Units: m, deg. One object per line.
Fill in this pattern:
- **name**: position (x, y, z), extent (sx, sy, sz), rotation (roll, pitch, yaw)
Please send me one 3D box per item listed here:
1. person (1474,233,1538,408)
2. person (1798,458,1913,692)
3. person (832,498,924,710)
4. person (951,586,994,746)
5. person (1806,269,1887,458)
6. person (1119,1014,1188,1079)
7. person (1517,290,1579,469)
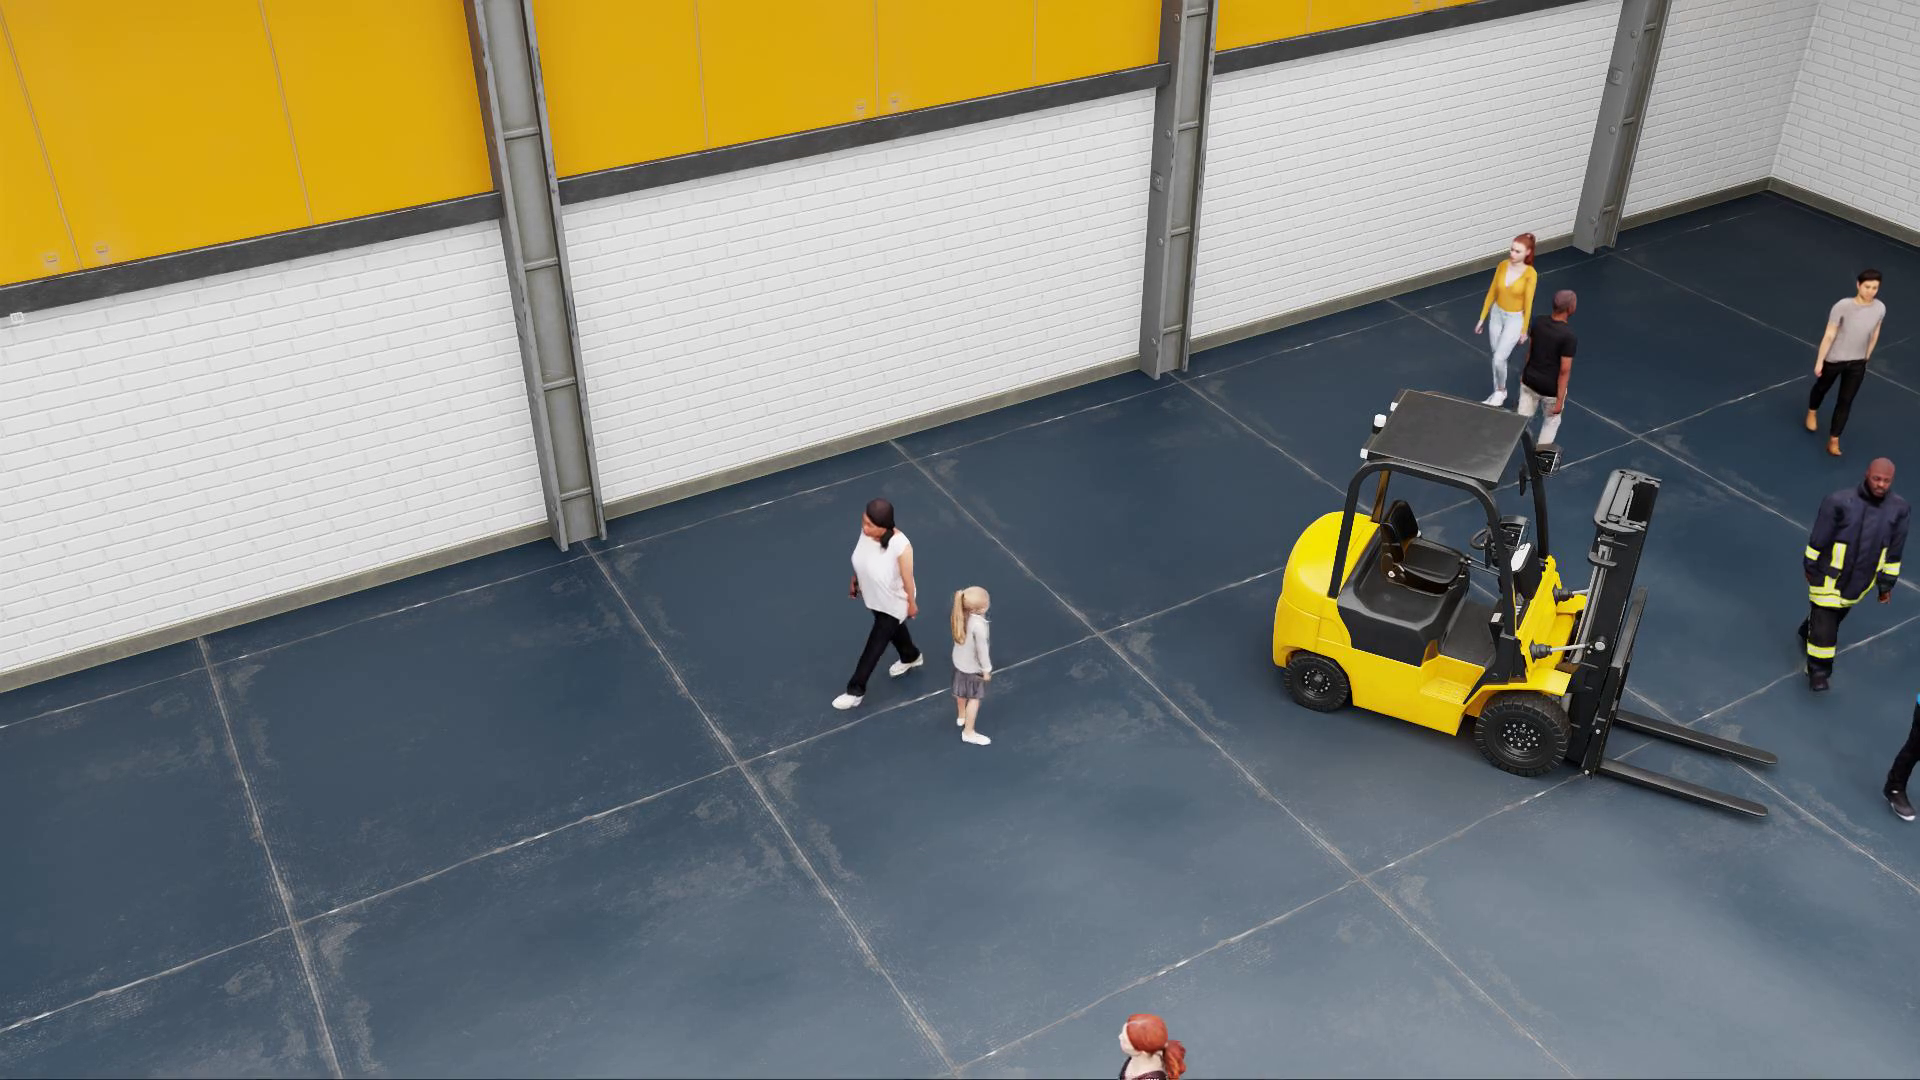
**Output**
- **person**: position (5.098, -2.024, 15.354), extent (0.619, 1.739, 0.623), rotation (-24, 40, -31)
- **person**: position (6.408, 0.154, 12.039), extent (1.212, 1.782, 1.244), rotation (6, 34, 9)
- **person**: position (-0.481, 0.392, 11.812), extent (1.132, 1.637, 0.769), rotation (-21, 39, -28)
- **person**: position (0.061, 0.811, 11.517), extent (0.520, 1.264, 0.582), rotation (-23, 40, -30)
- **person**: position (7.871, -1.647, 14.843), extent (1.104, 1.676, 1.156), rotation (8, 34, 12)
- **person**: position (0.929, 2.879, 7.948), extent (0.831, 1.772, 0.769), rotation (3, 34, 4)
- **person**: position (4.914, -1.290, 14.214), extent (1.101, 1.778, 0.675), rotation (-18, 38, -25)
